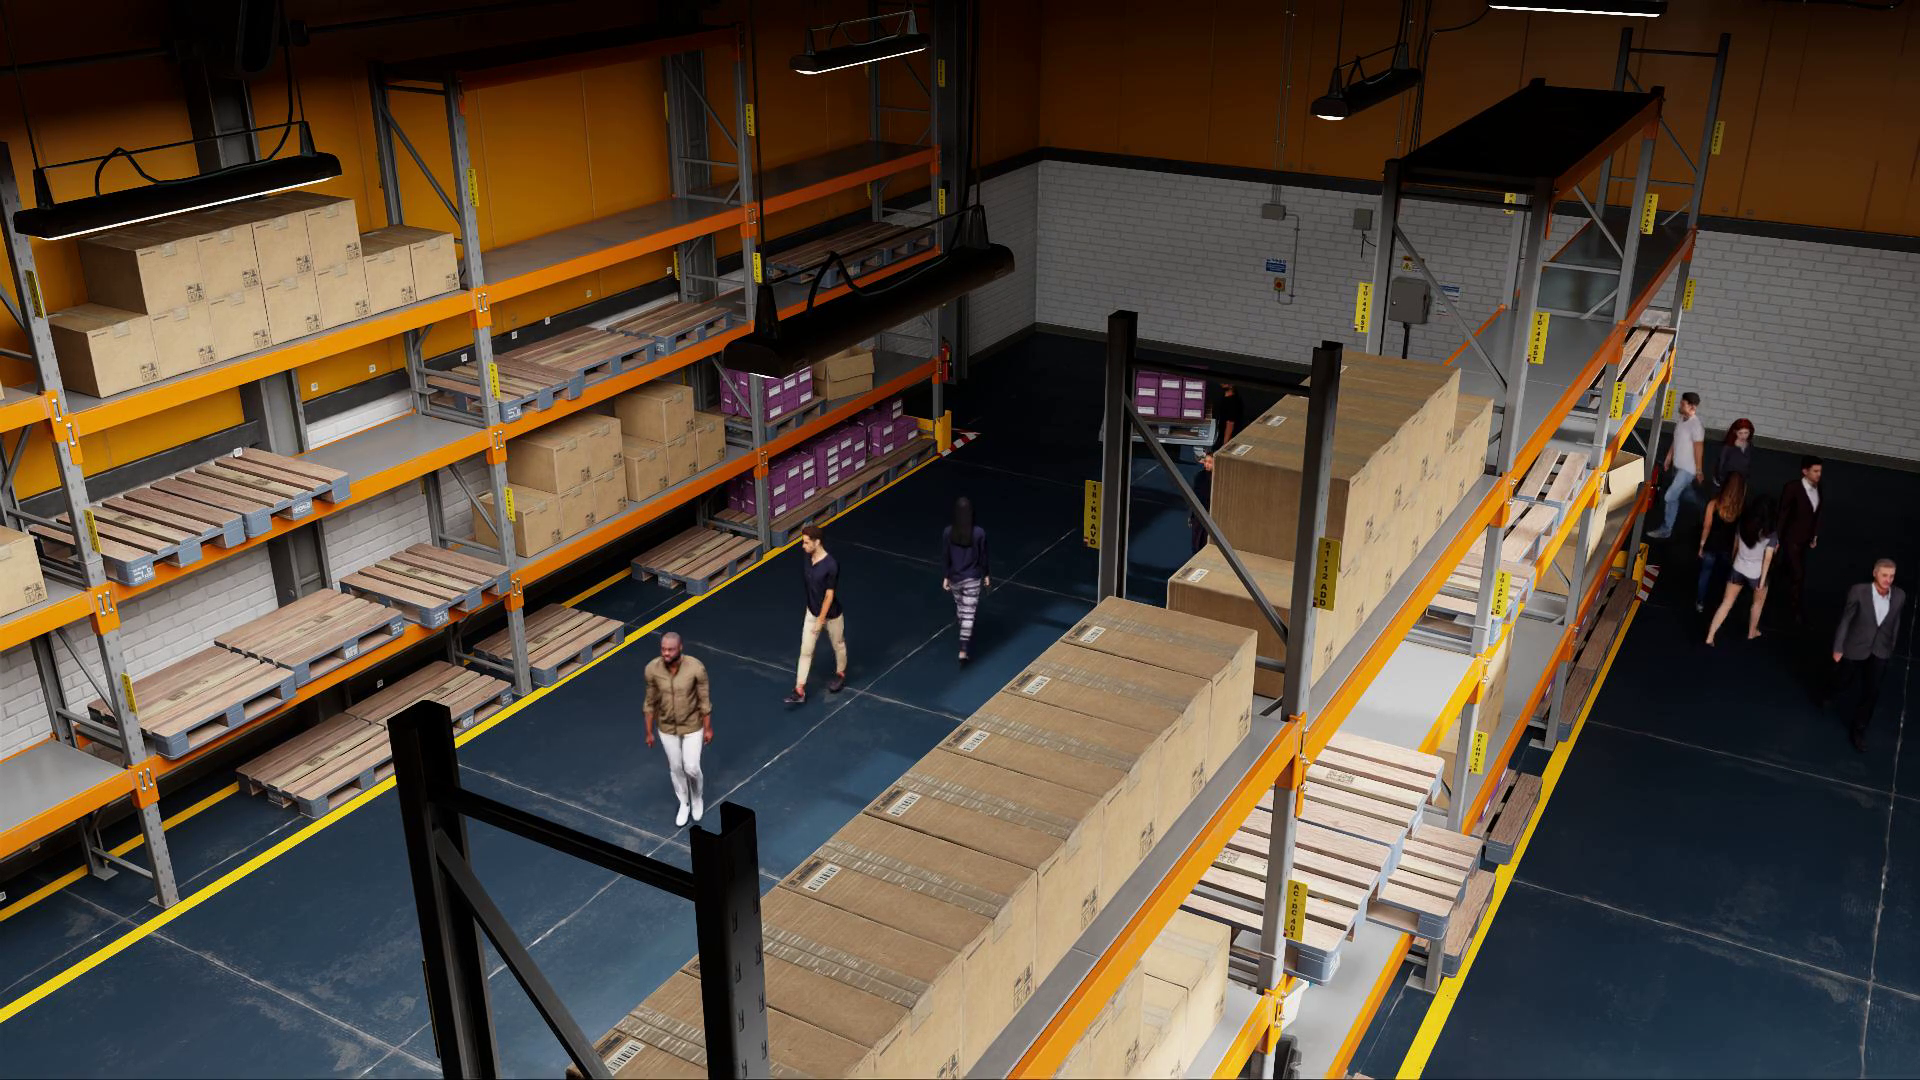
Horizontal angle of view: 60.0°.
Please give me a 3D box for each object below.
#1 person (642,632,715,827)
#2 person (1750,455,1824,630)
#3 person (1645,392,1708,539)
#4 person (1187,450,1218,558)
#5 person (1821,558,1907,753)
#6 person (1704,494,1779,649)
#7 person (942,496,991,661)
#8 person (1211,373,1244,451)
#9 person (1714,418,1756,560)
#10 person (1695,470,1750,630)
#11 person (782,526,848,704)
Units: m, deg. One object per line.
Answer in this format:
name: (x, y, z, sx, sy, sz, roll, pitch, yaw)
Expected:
person: (-2.348, 1.549, 14.094, 0.840, 1.810, 0.812, 2, 24, 4)
person: (8.851, -0.050, 17.712, 1.209, 1.843, 1.183, -10, 26, -22)
person: (8.631, -0.859, 19.598, 1.037, 1.813, 1.138, 4, 24, 8)
person: (2.809, -0.262, 18.488, 0.810, 1.609, 0.711, -20, 30, -38)
person: (8.344, 0.985, 15.385, 1.008, 1.810, 1.220, 2, 24, 5)
person: (7.992, 0.363, 16.988, 1.205, 1.665, 0.880, -18, 30, -36)
person: (0.049, 0.415, 16.829, 0.878, 1.697, 1.156, 4, 24, 9)
person: (3.393, -1.225, 20.515, 0.825, 1.750, 0.723, 0, 24, 0)
person: (8.732, -0.570, 19.011, 0.768, 1.755, 0.826, -9, 25, -19)
person: (7.995, 0.144, 17.464, 0.651, 1.686, 1.116, 9, 25, 20)
person: (-1.245, 0.688, 16.077, 0.673, 1.801, 1.097, 15, 28, 30)
